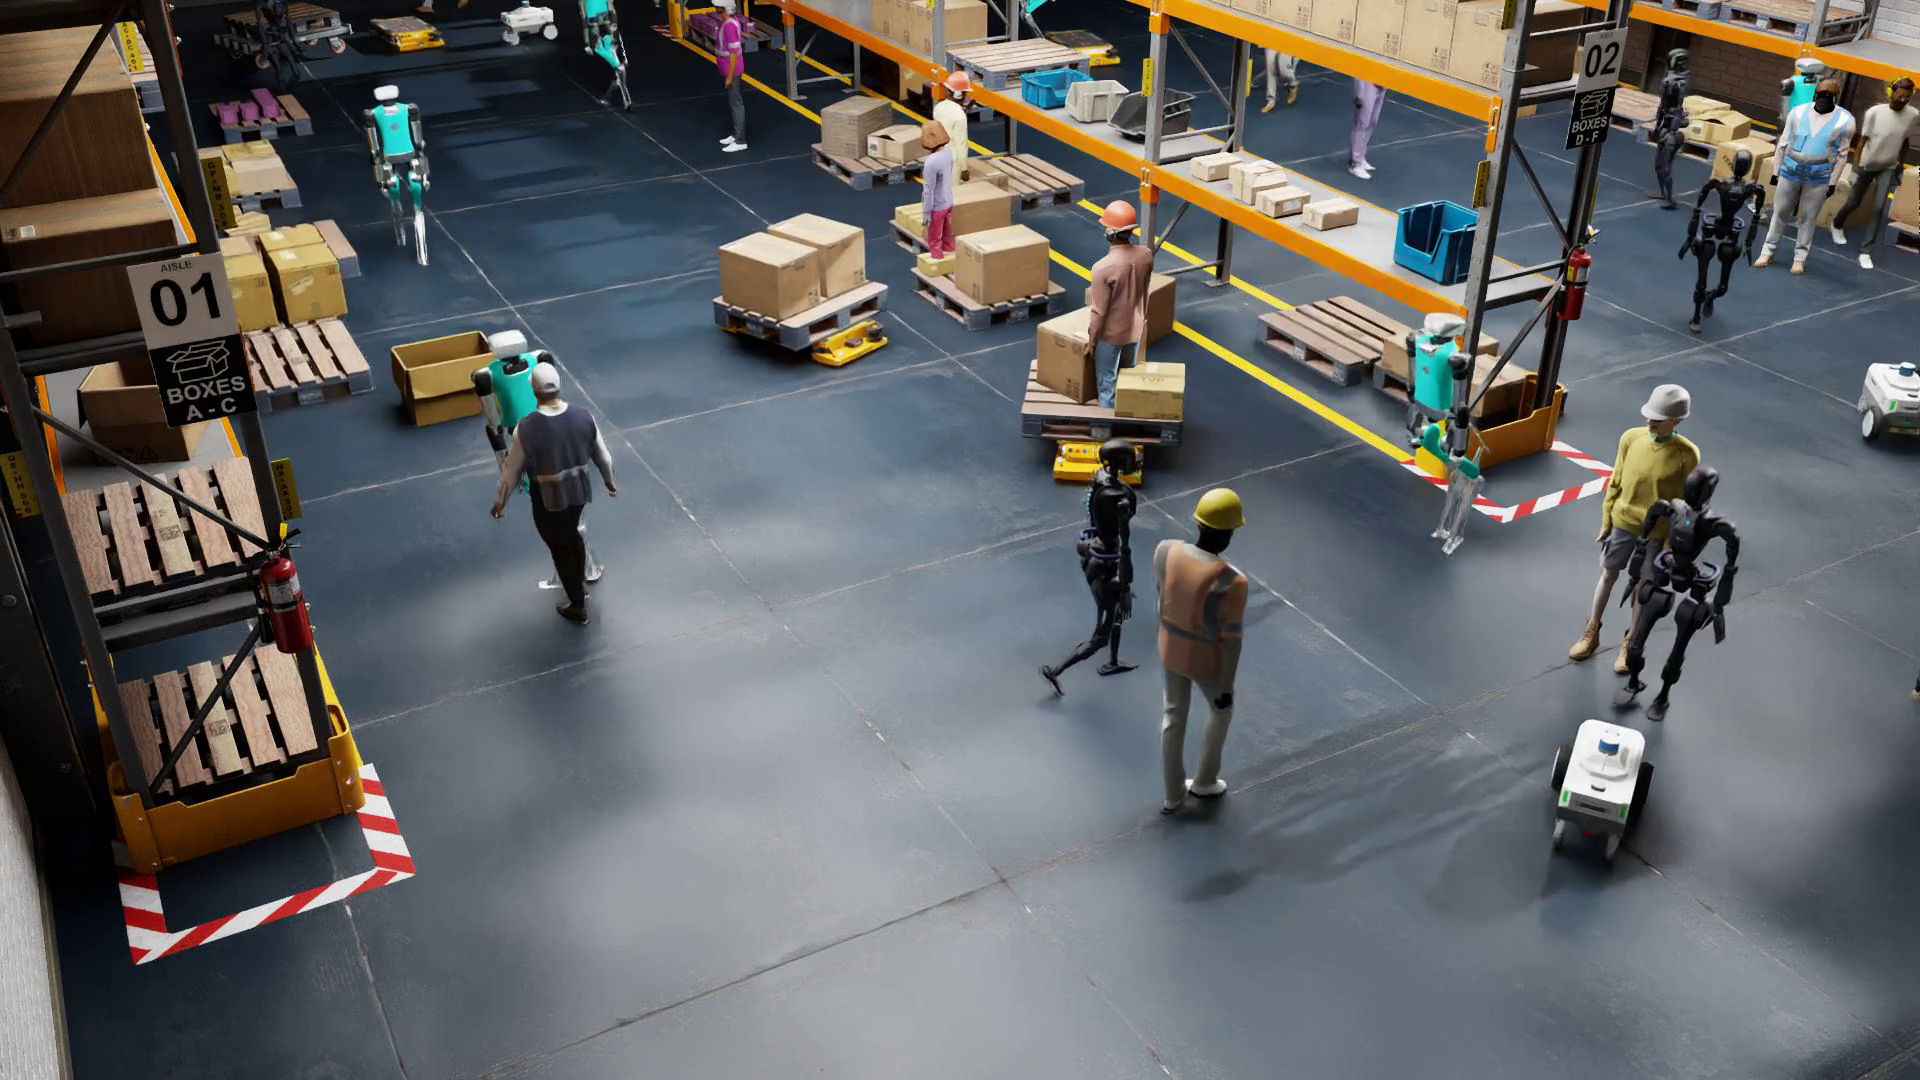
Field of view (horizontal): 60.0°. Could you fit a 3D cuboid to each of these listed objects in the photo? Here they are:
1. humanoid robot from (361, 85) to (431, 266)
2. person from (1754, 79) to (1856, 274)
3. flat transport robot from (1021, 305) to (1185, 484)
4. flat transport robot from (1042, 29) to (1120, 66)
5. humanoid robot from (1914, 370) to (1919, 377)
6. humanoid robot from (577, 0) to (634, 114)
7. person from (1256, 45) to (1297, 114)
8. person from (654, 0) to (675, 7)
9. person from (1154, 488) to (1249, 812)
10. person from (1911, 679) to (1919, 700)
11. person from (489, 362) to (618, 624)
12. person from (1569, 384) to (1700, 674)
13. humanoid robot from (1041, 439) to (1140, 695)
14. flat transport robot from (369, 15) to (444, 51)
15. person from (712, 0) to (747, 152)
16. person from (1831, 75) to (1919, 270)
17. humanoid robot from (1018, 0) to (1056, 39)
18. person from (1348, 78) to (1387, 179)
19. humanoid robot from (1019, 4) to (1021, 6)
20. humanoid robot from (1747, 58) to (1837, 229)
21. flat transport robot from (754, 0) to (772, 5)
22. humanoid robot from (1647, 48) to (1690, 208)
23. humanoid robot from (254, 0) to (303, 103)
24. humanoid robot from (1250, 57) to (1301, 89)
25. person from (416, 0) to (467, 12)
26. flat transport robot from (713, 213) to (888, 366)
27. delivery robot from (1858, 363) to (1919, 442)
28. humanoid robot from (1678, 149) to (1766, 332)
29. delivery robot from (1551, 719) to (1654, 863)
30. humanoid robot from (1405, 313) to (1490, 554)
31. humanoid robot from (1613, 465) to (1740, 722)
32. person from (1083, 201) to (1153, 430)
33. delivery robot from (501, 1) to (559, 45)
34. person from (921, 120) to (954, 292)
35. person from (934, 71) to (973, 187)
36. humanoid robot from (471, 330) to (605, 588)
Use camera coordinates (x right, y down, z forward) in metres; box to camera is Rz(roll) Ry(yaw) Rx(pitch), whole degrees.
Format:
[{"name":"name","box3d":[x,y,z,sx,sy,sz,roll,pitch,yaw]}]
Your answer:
[{"name":"humanoid robot","box3d":[-5.493,-3.612,16.250,0.547,1.799,0.903,-13,32,-22]},{"name":"person","box3d":[8.065,-3.468,15.870,0.624,1.844,0.429,19,35,30]},{"name":"flat transport robot","box3d":[1.108,-0.850,12.890,0.659,0.231,1.431,4,30,7]},{"name":"flat transport robot","box3d":[1.687,-6.968,23.540,0.659,0.231,1.431,-9,31,-16]},{"name":"humanoid robot","box3d":[8.208,-2.031,13.543,0.338,1.667,0.608,6,30,10]},{"name":"humanoid robot","box3d":[-4.324,-6.221,20.802,1.000,1.778,0.530,25,38,36]},{"name":"person","box3d":[4.017,-6.293,20.748,0.582,1.879,0.525,21,36,32]},{"name":"person","box3d":[-4.696,-9.270,26.055,0.571,1.748,0.341,-1,30,-2]},{"name":"person","box3d":[1.263,0.582,8.763,0.577,1.899,0.532,21,36,32]},{"name":"person","box3d":[5.933,0.078,9.610,0.524,1.924,0.623,-14,33,-22]},{"name":"person","box3d":[-2.552,-0.302,10.453,0.593,1.739,0.774,26,39,37]},{"name":"person","box3d":[4.065,-0.081,9.929,0.472,1.889,0.398,20,35,31]},{"name":"humanoid robot","box3d":[0.790,0.145,9.762,0.666,1.638,0.607,-8,31,-13]},{"name":"flat transport robot","box3d":[-8.100,-7.404,24.298,0.659,0.231,1.431,-19,35,-29]},{"name":"person","box3d":[-2.677,-5.458,19.325,0.336,1.848,0.513,-5,30,-8]},{"name":"person","box3d":[8.926,-3.649,16.210,0.519,1.823,0.906,5,30,9]},{"name":"humanoid robot","box3d":[1.090,-7.849,23.471,0.735,1.672,0.533,-9,31,-15]},{"name":"person","box3d":[4.584,-5.011,18.513,0.422,1.923,0.645,22,37,33]},{"name":"humanoid robot","box3d":[0.983,-9.239,26.094,0.423,1.640,0.610,2,30,4]},{"name":"humanoid robot","box3d":[8.537,-3.917,16.757,0.533,1.729,0.974,-10,31,-17]},{"name":"flat transport robot","box3d":[-2.973,-8.882,26.871,0.659,0.231,1.431,-2,30,-3]},{"name":"humanoid robot","box3d":[7.536,-4.376,17.617,0.381,1.632,0.589,1,30,2]},{"name":"humanoid robot","box3d":[-8.564,-6.248,20.873,0.338,1.641,0.600,13,32,21]},{"name":"humanoid robot","box3d":[4.204,-6.681,21.619,0.989,1.749,0.553,5,30,8]},{"name":"person","box3d":[-8.104,-9.054,25.634,0.792,1.807,0.634,10,31,17]},{"name":"flat transport robot","box3d":[-1.389,-1.877,14.677,1.431,0.231,0.659,22,36,33]},{"name":"delivery robot","box3d":[7.344,-1.091,13.016,0.499,0.588,0.774,6,30,10]},{"name":"humanoid robot","box3d":[6.693,-2.689,14.689,0.608,1.625,0.532,7,31,12]},{"name":"delivery robot","box3d":[3.422,1.294,8.887,0.499,0.612,0.810,14,33,23]},{"name":"humanoid robot","box3d":[3.336,-0.730,11.205,0.802,1.782,0.542,-16,33,-25]},{"name":"humanoid robot","box3d":[4.087,0.306,9.474,0.612,1.656,0.314,24,38,36]},{"name":"person","box3d":[1.159,-1.551,12.381,0.607,1.994,0.375,-26,39,-37]},{"name":"delivery robot","box3d":[-6.300,-7.554,24.265,0.785,0.587,0.499,-18,35,-29]},{"name":"person","box3d":[-0.214,-3.071,15.393,0.288,1.628,0.498,12,32,20]},{"name":"person","box3d":[-0.051,-3.761,16.483,0.390,1.733,0.576,-13,32,-22]},{"name":"humanoid robot","box3d":[-2.651,-0.447,10.696,0.630,1.755,0.741,-19,35,-29]}]
